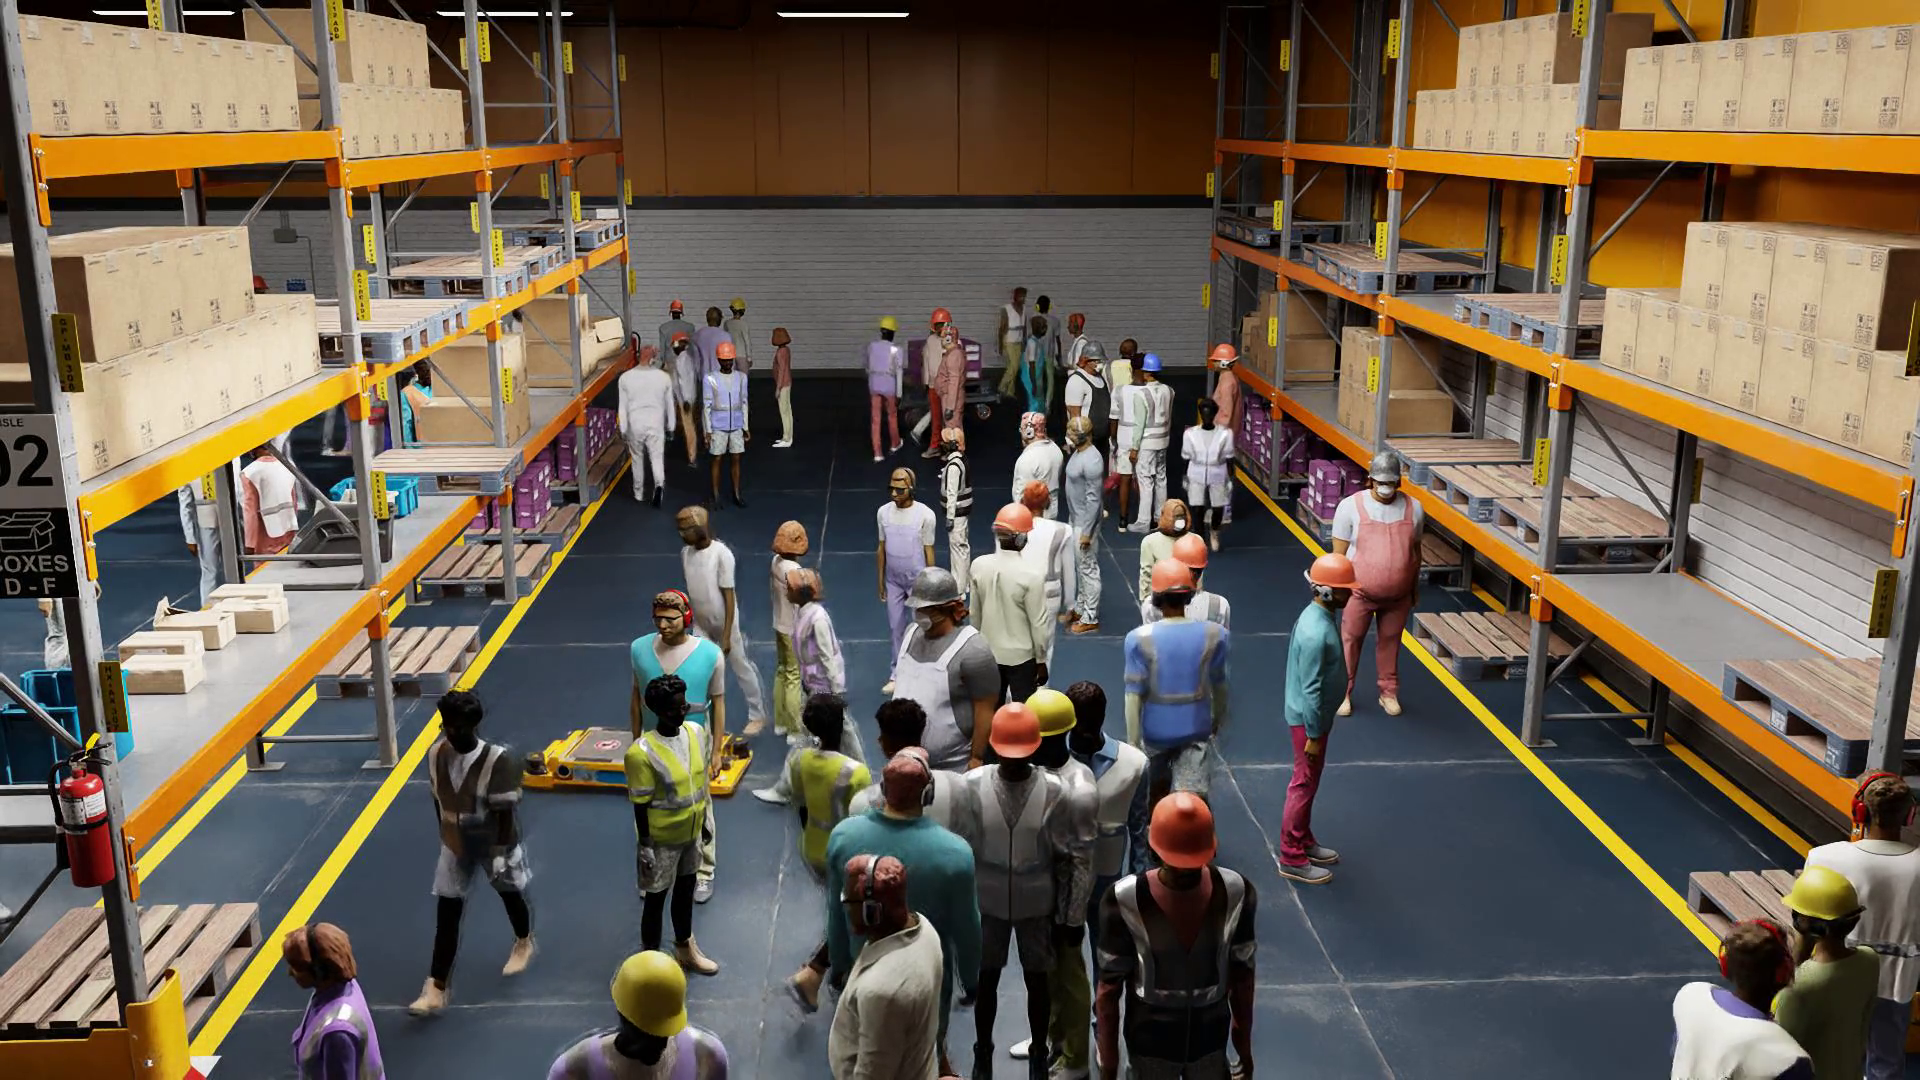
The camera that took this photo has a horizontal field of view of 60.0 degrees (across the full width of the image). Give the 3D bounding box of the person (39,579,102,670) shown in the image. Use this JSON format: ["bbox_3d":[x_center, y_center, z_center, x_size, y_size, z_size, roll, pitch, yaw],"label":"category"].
[{"bbox_3d":[-6.730,0.353,12.536,0.358,1.938,0.636,2,14,9],"label":"person"}]

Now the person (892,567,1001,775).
[{"bbox_3d":[-0.144,1.132,9.276,0.536,2.000,0.688,-14,20,-43],"label":"person"}]

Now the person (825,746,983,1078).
[{"bbox_3d":[-0.221,1.776,7.046,0.669,1.888,0.435,4,15,16],"label":"person"}]

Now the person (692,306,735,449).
[{"bbox_3d":[-3.306,-2.187,22.509,0.630,1.940,0.372,7,16,26],"label":"person"}]

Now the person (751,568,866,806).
[{"bbox_3d":[-0.988,0.956,10.886,0.881,1.580,0.527,-4,15,-17],"label":"person"}]

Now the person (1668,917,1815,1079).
[{"bbox_3d":[2.600,2.190,5.594,0.388,1.817,0.737,-3,15,-11],"label":"person"}]

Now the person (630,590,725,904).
[{"bbox_3d":[-1.607,1.167,9.526,0.567,1.846,0.389,3,15,10],"label":"person"}]

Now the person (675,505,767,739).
[{"bbox_3d":[-1.755,0.630,11.786,0.586,1.775,1.013,8,16,29],"label":"person"}]

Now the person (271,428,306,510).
[{"bbox_3d":[-7.740,-1.211,18.845,0.377,1.876,0.521,0,14,0],"label":"person"}]

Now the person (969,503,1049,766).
[{"bbox_3d":[0.340,0.737,10.930,0.611,1.989,0.391,11,18,38],"label":"person"}]

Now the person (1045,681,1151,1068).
[{"bbox_3d":[0.583,1.563,7.828,0.599,1.917,0.375,2,14,9],"label":"person"}]

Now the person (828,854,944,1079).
[{"bbox_3d":[-0.276,2.032,6.037,0.398,1.899,0.654,3,15,10],"label":"person"}]

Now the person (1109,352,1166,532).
[{"bbox_3d":[1.919,-1.050,17.991,0.609,1.963,0.367,5,15,17],"label":"person"}]

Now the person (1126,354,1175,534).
[{"bbox_3d":[2.056,-1.044,18.006,0.395,1.946,0.608,13,19,42],"label":"person"}]

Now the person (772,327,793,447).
[{"bbox_3d":[-2.430,-2.086,22.720,0.285,1.633,0.499,1,14,4],"label":"person"}]

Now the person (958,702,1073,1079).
[{"bbox_3d":[0.243,1.641,7.510,0.546,1.931,0.380,2,14,7],"label":"person"}]

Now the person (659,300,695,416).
[{"bbox_3d":[-4.220,-2.714,24.947,0.563,1.752,0.328,-3,15,-12],"label":"person"}]

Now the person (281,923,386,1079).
[{"bbox_3d":[-2.251,2.152,6.087,0.321,1.631,0.527,-6,15,-22],"label":"person"}]

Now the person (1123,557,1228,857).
[{"bbox_3d":[1.236,1.079,9.630,0.620,1.986,1.118,-1,14,-2],"label":"person"}]

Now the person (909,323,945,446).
[{"bbox_3d":[-0.380,-2.146,22.768,0.753,1.728,0.572,-6,16,-24],"label":"person"}]

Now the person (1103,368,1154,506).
[{"bbox_3d":[1.973,-1.212,19.078,0.714,1.732,0.530,0,14,-1],"label":"person"}]

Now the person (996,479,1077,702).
[{"bbox_3d":[0.562,0.462,12.252,0.591,1.859,0.667,3,15,10],"label":"person"}]

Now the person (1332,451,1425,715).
[{"bbox_3d":[3.132,0.331,12.419,0.687,2.000,0.535,0,14,-2],"label":"person"}]

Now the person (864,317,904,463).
[{"bbox_3d":[-0.968,-1.994,21.885,0.581,1.860,0.990,4,15,15],"label":"person"}]

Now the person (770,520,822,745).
[{"bbox_3d":[-1.200,0.659,11.942,0.274,1.633,0.508,-7,16,-26],"label":"person"}]

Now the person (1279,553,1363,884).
[{"bbox_3d":[2.112,1.036,9.776,0.409,1.987,0.607,4,15,15],"label":"person"}]

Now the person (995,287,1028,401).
[{"bbox_3d":[0.852,-3.094,26.321,0.478,1.813,0.607,11,18,36],"label":"person"}]

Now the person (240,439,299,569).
[{"bbox_3d":[-5.852,-0.050,14.187,0.396,1.908,0.599,4,15,16],"label":"person"}]

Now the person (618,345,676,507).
[{"bbox_3d":[-3.613,-1.319,19.247,0.663,1.869,0.810,-4,15,-16],"label":"person"}]

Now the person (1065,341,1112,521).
[{"bbox_3d":[1.458,-1.209,18.464,0.535,2.000,0.681,8,16,29],"label":"person"}]

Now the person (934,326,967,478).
[{"bbox_3d":[-0.121,-1.721,20.742,0.403,1.906,0.652,2,14,7],"label":"person"}]

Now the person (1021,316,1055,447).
[{"bbox_3d":[1.060,-2.159,22.685,0.436,1.816,0.650,2,14,8],"label":"person"}]

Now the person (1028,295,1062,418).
[{"bbox_3d":[1.244,-2.734,24.844,0.556,1.847,0.394,1,14,6],"label":"person"}]

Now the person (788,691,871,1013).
[{"bbox_3d":[-0.629,1.562,8.317,0.623,1.674,0.547,-13,19,-40],"label":"person"}]

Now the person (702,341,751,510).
[{"bbox_3d":[-2.664,-1.311,19.069,0.542,1.939,0.361,-7,16,-26],"label":"person"}]

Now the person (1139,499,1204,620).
[{"bbox_3d":[1.603,0.484,12.625,0.505,1.636,0.279,-2,14,-10],"label":"person"}]

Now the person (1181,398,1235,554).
[{"bbox_3d":[2.496,-0.615,16.837,0.547,1.681,0.389,3,15,11],"label":"person"}]

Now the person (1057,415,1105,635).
[{"bbox_3d":[1.067,-0.136,14.469,0.371,1.934,0.627,-2,14,-6],"label":"person"}]

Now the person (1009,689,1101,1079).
[{"bbox_3d":[0.429,1.597,7.697,0.397,1.918,0.589,-5,15,-20],"label":"person"}]

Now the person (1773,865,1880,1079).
[{"bbox_3d":[3.167,2.053,6.228,0.528,1.761,0.343,-7,16,-25],"label":"person"}]

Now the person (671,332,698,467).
[{"bbox_3d":[-3.575,-1.816,21.528,0.344,1.705,0.715,0,14,0],"label":"person"}]

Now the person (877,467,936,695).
[{"bbox_3d":[-0.414,0.331,12.841,0.501,1.839,0.340,7,16,25],"label":"person"}]

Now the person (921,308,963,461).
[{"bbox_3d":[-0.238,-2.042,21.822,0.611,1.996,0.378,12,18,39],"label":"person"}]

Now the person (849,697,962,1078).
[{"bbox_3d":[-0.183,1.657,7.467,0.616,1.927,0.971,-10,17,-34],"label":"person"}]

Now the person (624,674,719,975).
[{"bbox_3d":[-1.474,1.497,8.533,0.318,1.695,0.535,9,17,30],"label":"person"}]

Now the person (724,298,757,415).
[{"bbox_3d":[-3.334,-2.764,25.117,0.523,1.769,0.313,10,18,35],"label":"person"}]

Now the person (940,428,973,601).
[{"bbox_3d":[-0.034,-0.240,15.480,0.314,1.633,0.518,2,14,8],"label":"person"}]

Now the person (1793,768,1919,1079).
[{"bbox_3d":[3.736,1.848,6.878,0.560,1.836,0.394,4,15,14],"label":"person"}]

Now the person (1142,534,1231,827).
[{"bbox_3d":[1.395,0.911,10.347,0.545,1.938,0.359,1,14,6],"label":"person"}]

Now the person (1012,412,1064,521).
[{"bbox_3d":[0.658,-0.196,14.778,0.399,1.900,0.643,8,17,30],"label":"person"}]

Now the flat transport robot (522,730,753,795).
[{"bbox_3d":[-2.191,1.498,11.367,1.431,0.197,0.652,2,14,7],"label":"flat transport robot"}]

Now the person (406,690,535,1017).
[{"bbox_3d":[-2.471,1.555,8.388,0.547,1.638,0.905,4,15,14],"label":"person"}]

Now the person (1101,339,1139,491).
[{"bbox_3d":[2.014,-1.503,20.017,0.626,1.844,0.429,5,15,20],"label":"person"}]

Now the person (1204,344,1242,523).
[{"bbox_3d":[2.922,-1.180,18.441,0.378,1.996,0.611,4,15,15],"label":"person"}]

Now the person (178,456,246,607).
[{"bbox_3d":[-6.442,-0.099,14.388,0.404,1.906,0.598,9,17,32],"label":"person"}]

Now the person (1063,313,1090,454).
[{"bbox_3d":[1.590,-2.091,22.258,0.381,1.878,0.587,0,14,0],"label":"person"}]

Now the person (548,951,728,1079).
[{"bbox_3d":[-1.061,2.171,5.499,0.600,1.894,0.786,-4,15,-16],"label":"person"}]

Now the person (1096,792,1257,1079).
[{"bbox_3d":[0.822,1.898,6.300,0.611,2.031,0.404,-2,14,-8],"label":"person"}]
